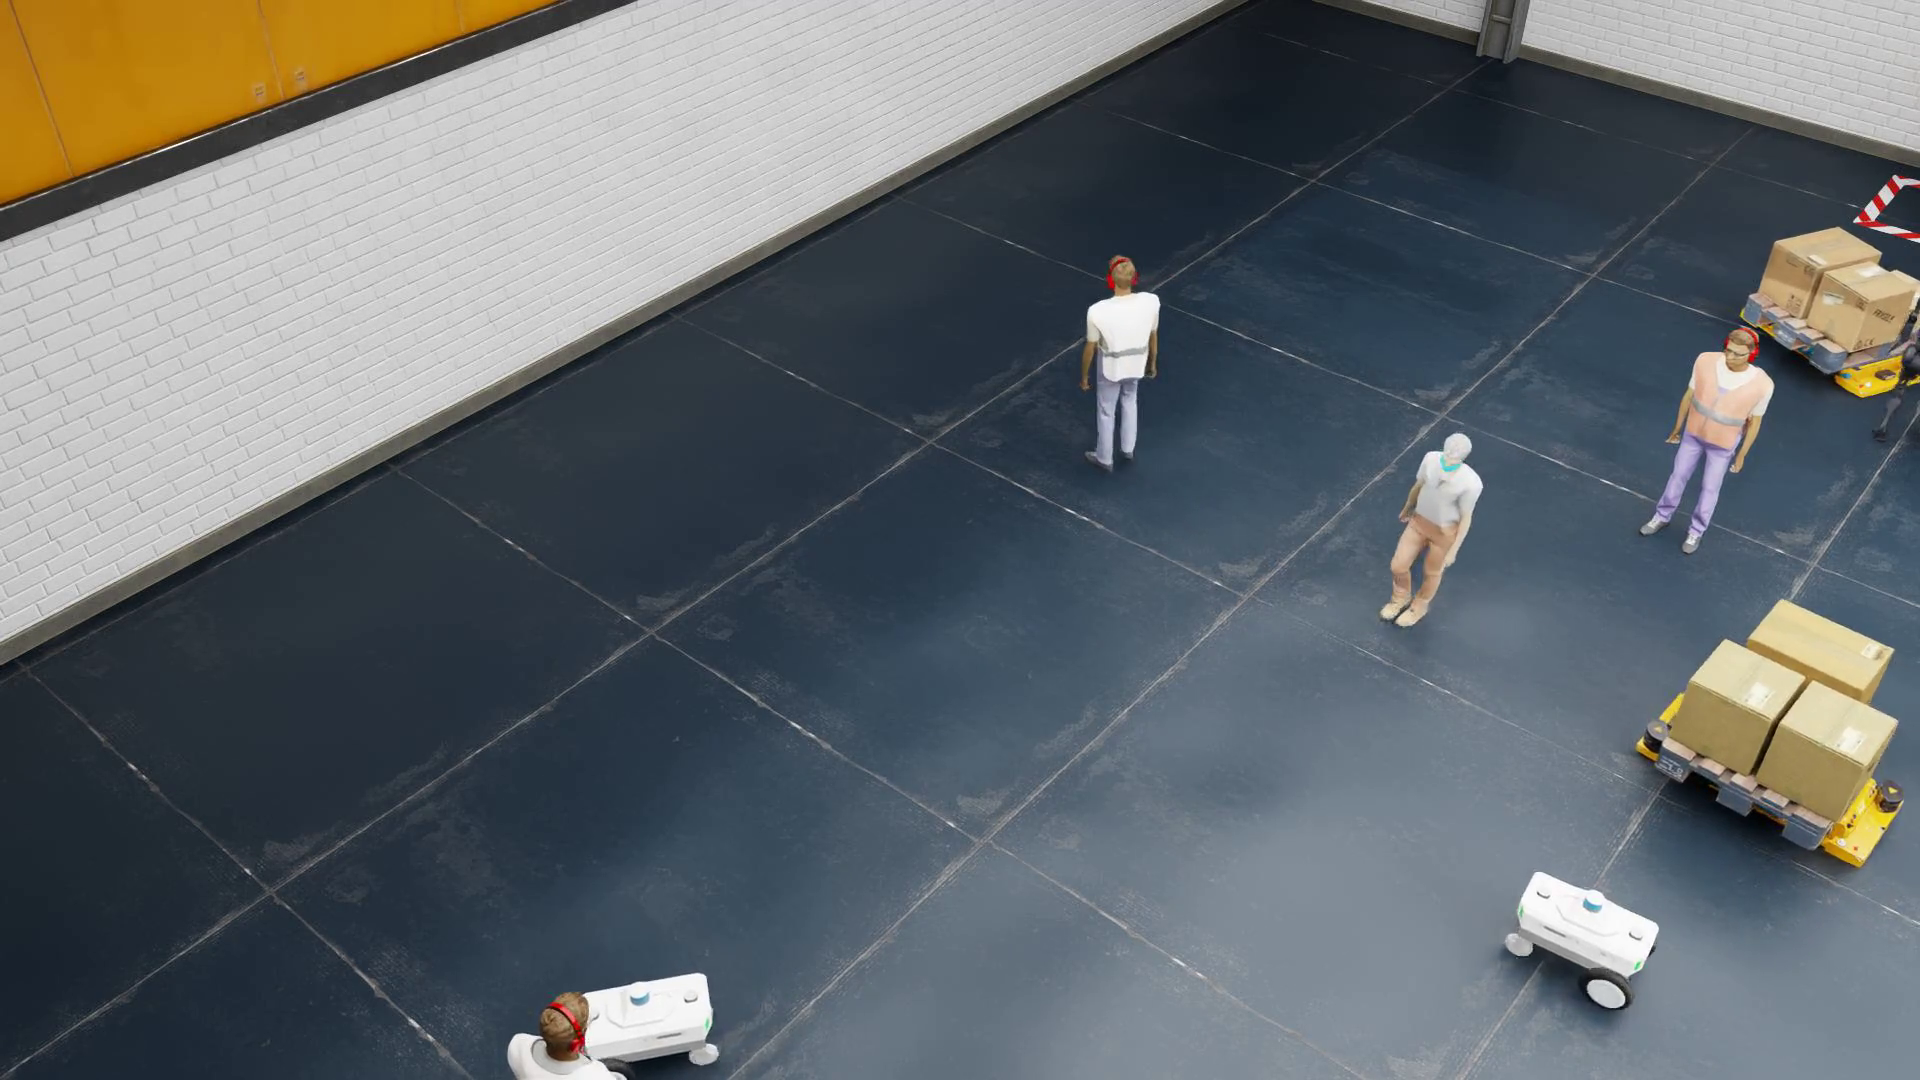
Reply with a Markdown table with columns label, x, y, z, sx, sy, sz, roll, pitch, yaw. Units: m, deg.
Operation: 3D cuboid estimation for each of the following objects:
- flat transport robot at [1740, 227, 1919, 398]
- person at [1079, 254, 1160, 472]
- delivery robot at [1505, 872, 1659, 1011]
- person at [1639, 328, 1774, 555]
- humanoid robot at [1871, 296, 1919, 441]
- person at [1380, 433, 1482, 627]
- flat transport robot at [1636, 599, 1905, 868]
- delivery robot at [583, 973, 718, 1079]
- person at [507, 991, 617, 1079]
| label | x | y | z | sx | sy | sz | roll | pitch | yaw |
| --- | --- | --- | --- | --- | --- | --- | --- | --- | --- |
| flat transport robot | 7.555 | -1.726 | 14.428 | 0.659 | 0.231 | 1.431 | -14 | 41 | -17 |
| person | 1.217 | -1.298 | 12.651 | 0.618 | 1.831 | 0.432 | -10 | 40 | -12 |
| delivery robot | 3.495 | 2.194 | 9.329 | 0.777 | 0.587 | 0.499 | 23 | 44 | 26 |
| person | 5.405 | -0.734 | 11.941 | 0.562 | 1.846 | 0.393 | 32 | 49 | 33 |
| humanoid robot | 7.616 | -1.478 | 13.001 | 0.600 | 1.642 | 0.412 | 20 | 43 | 23 |
| person | 3.164 | -0.066 | 11.218 | 0.466 | 1.708 | 0.552 | -30 | 48 | -32 |
| flat transport robot | 5.094 | 1.455 | 10.480 | 1.431 | 0.231 | 0.659 | 30 | 48 | 32 |
| delivery robot | -1.699 | 2.587 | 8.862 | 0.812 | 0.614 | 0.499 | -8 | 40 | -10 |
| person | -1.741 | 2.737 | 7.645 | 0.568 | 1.832 | 0.402 | 16 | 42 | 19 |
